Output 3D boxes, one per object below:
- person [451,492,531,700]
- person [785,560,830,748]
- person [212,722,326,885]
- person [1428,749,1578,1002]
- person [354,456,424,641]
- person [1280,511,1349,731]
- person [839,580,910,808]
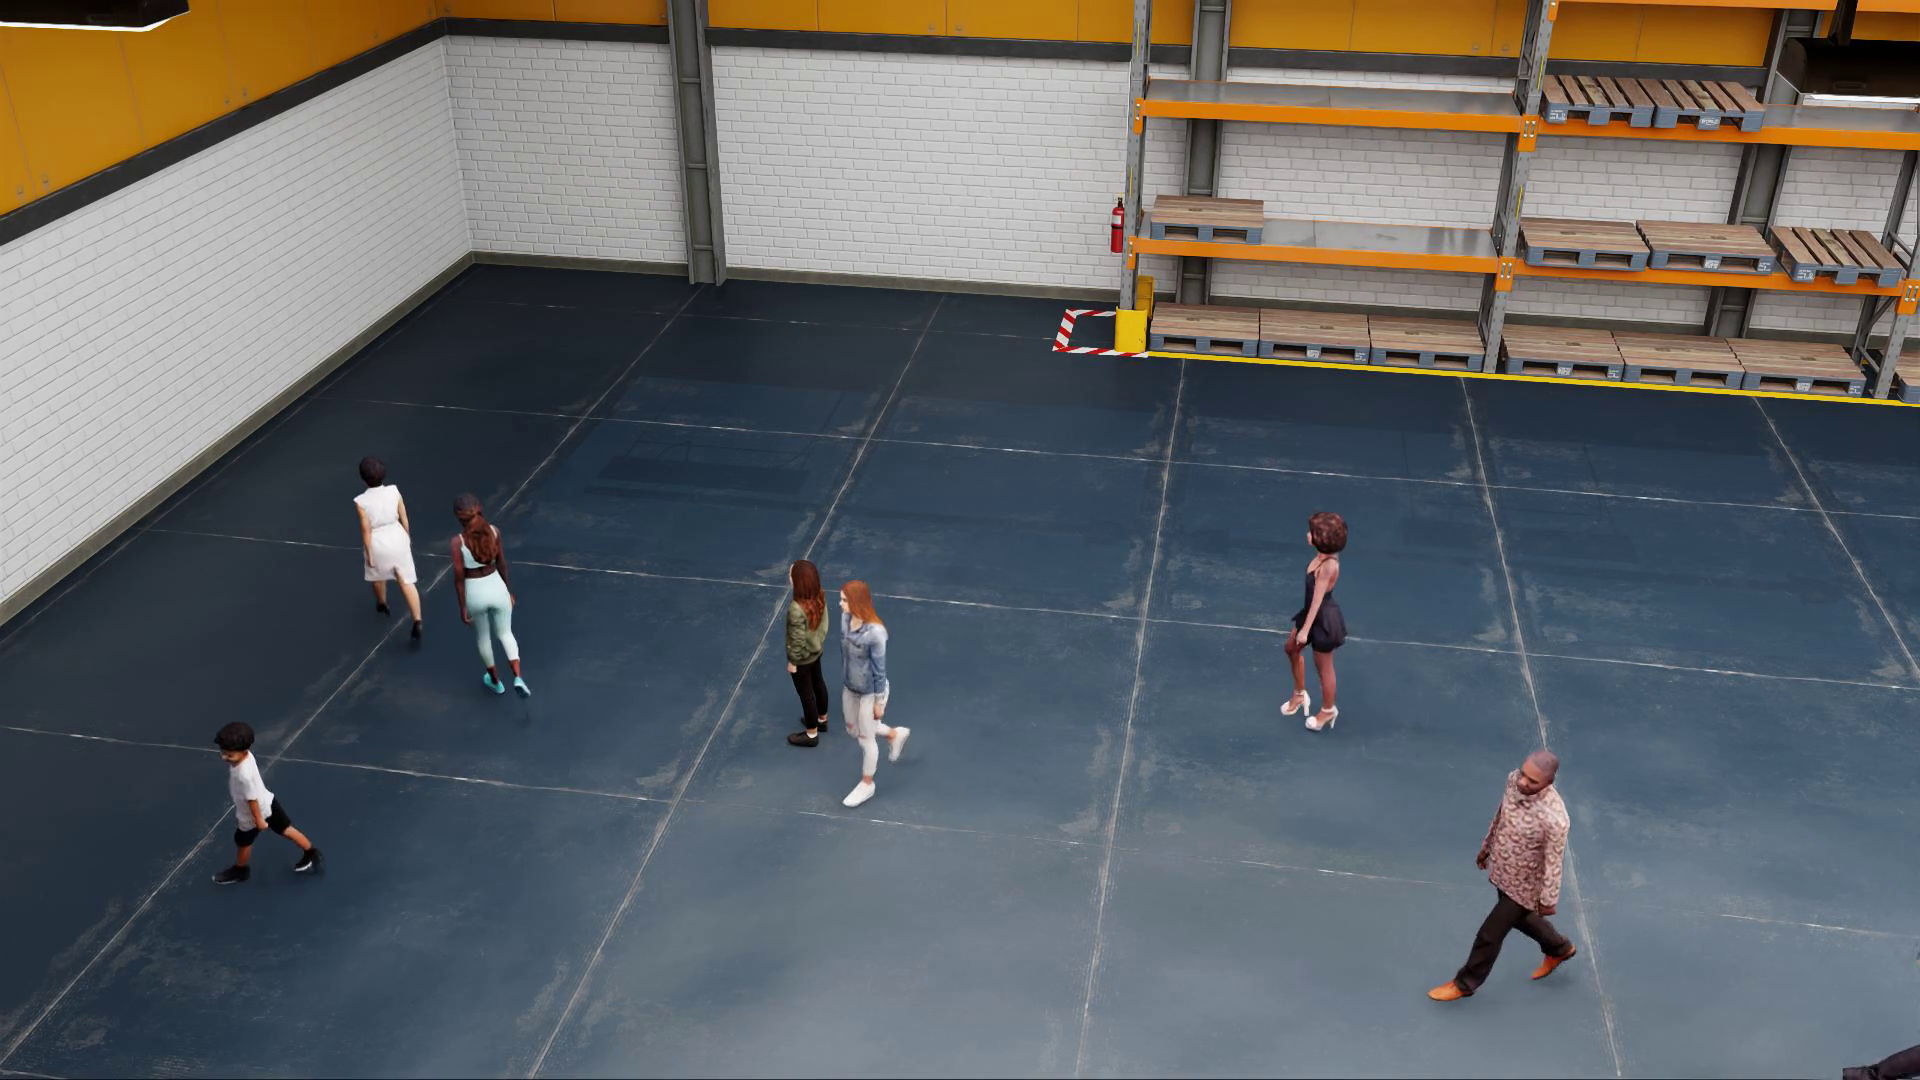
[{"bbox_3d":[-3.431,0.469,12.173,0.937,1.708,0.989,-19,34,-30],"label":"person"},{"bbox_3d":[-1.088,0.788,11.831,0.562,1.475,0.616,10,30,18],"label":"person"},{"bbox_3d":[-4.381,1.651,10.501,0.979,1.233,0.751,-6,29,-12],"label":"person"},{"bbox_3d":[3.271,1.900,9.471,1.262,1.783,0.944,-3,29,-6],"label":"person"},{"bbox_3d":[-4.457,0.099,13.052,0.974,1.515,1.069,-21,35,-33],"label":"person"},{"bbox_3d":[2.656,0.606,11.853,0.658,1.774,0.572,2,29,3],"label":"person"},{"bbox_3d":[-0.574,0.985,11.251,0.977,1.685,0.963,-25,37,-37],"label":"person"}]
